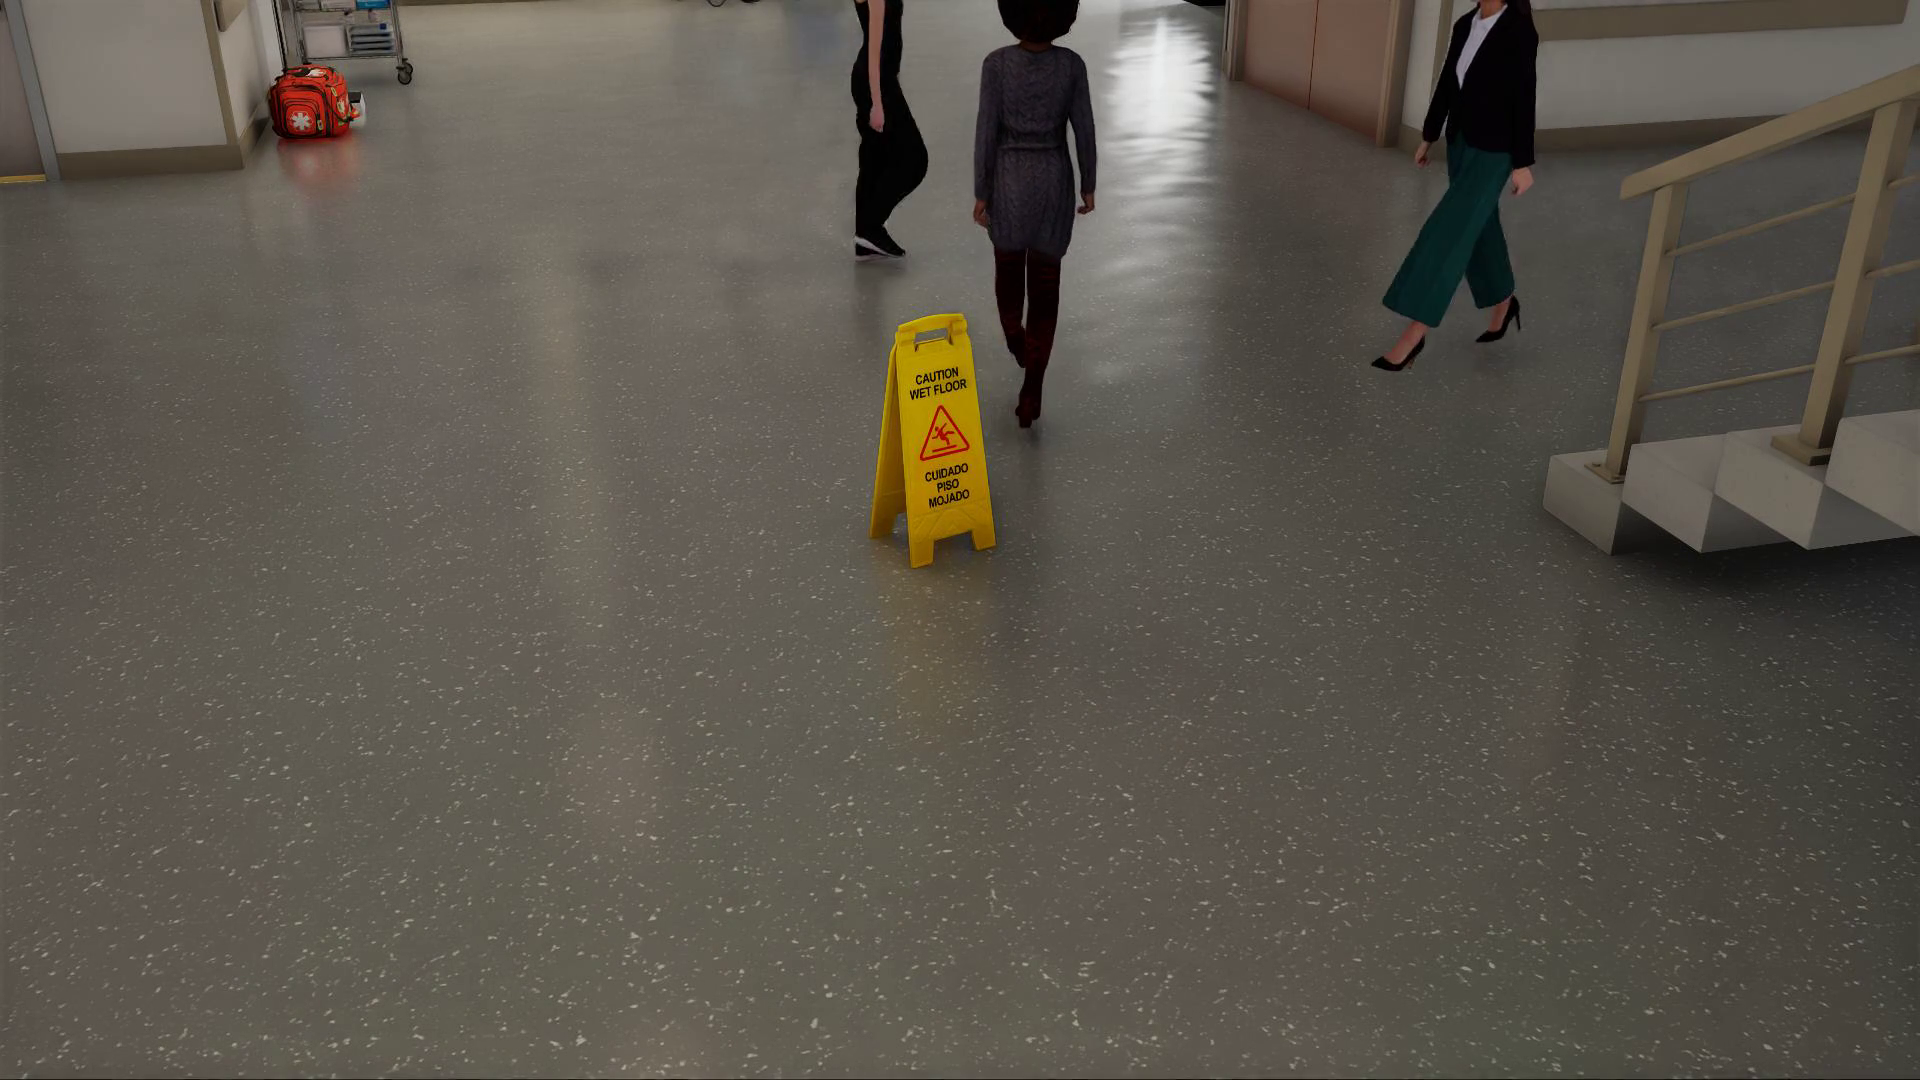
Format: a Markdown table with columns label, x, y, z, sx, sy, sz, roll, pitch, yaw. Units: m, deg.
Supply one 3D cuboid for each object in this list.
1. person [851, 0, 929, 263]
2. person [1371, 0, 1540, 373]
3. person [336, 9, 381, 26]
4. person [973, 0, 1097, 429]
| label | x | y | z | sx | sy | sz | roll | pitch | yaw |
| --- | --- | --- | --- | --- | --- | --- | --- | --- | --- |
| person | -0.493 | -2.214 | 8.178 | 0.731 | 1.739 | 0.620 | -1 | 26 | -2 |
| person | 2.172 | -1.523 | 6.803 | 0.837 | 1.689 | 1.098 | -12 | 28 | -23 |
| person | -5.695 | -5.720 | 15.362 | 0.762 | 1.813 | 0.721 | -16 | 30 | -30 |
| person | 0.270 | -1.234 | 6.221 | 0.842 | 1.674 | 1.144 | 1 | 26 | 3 |
